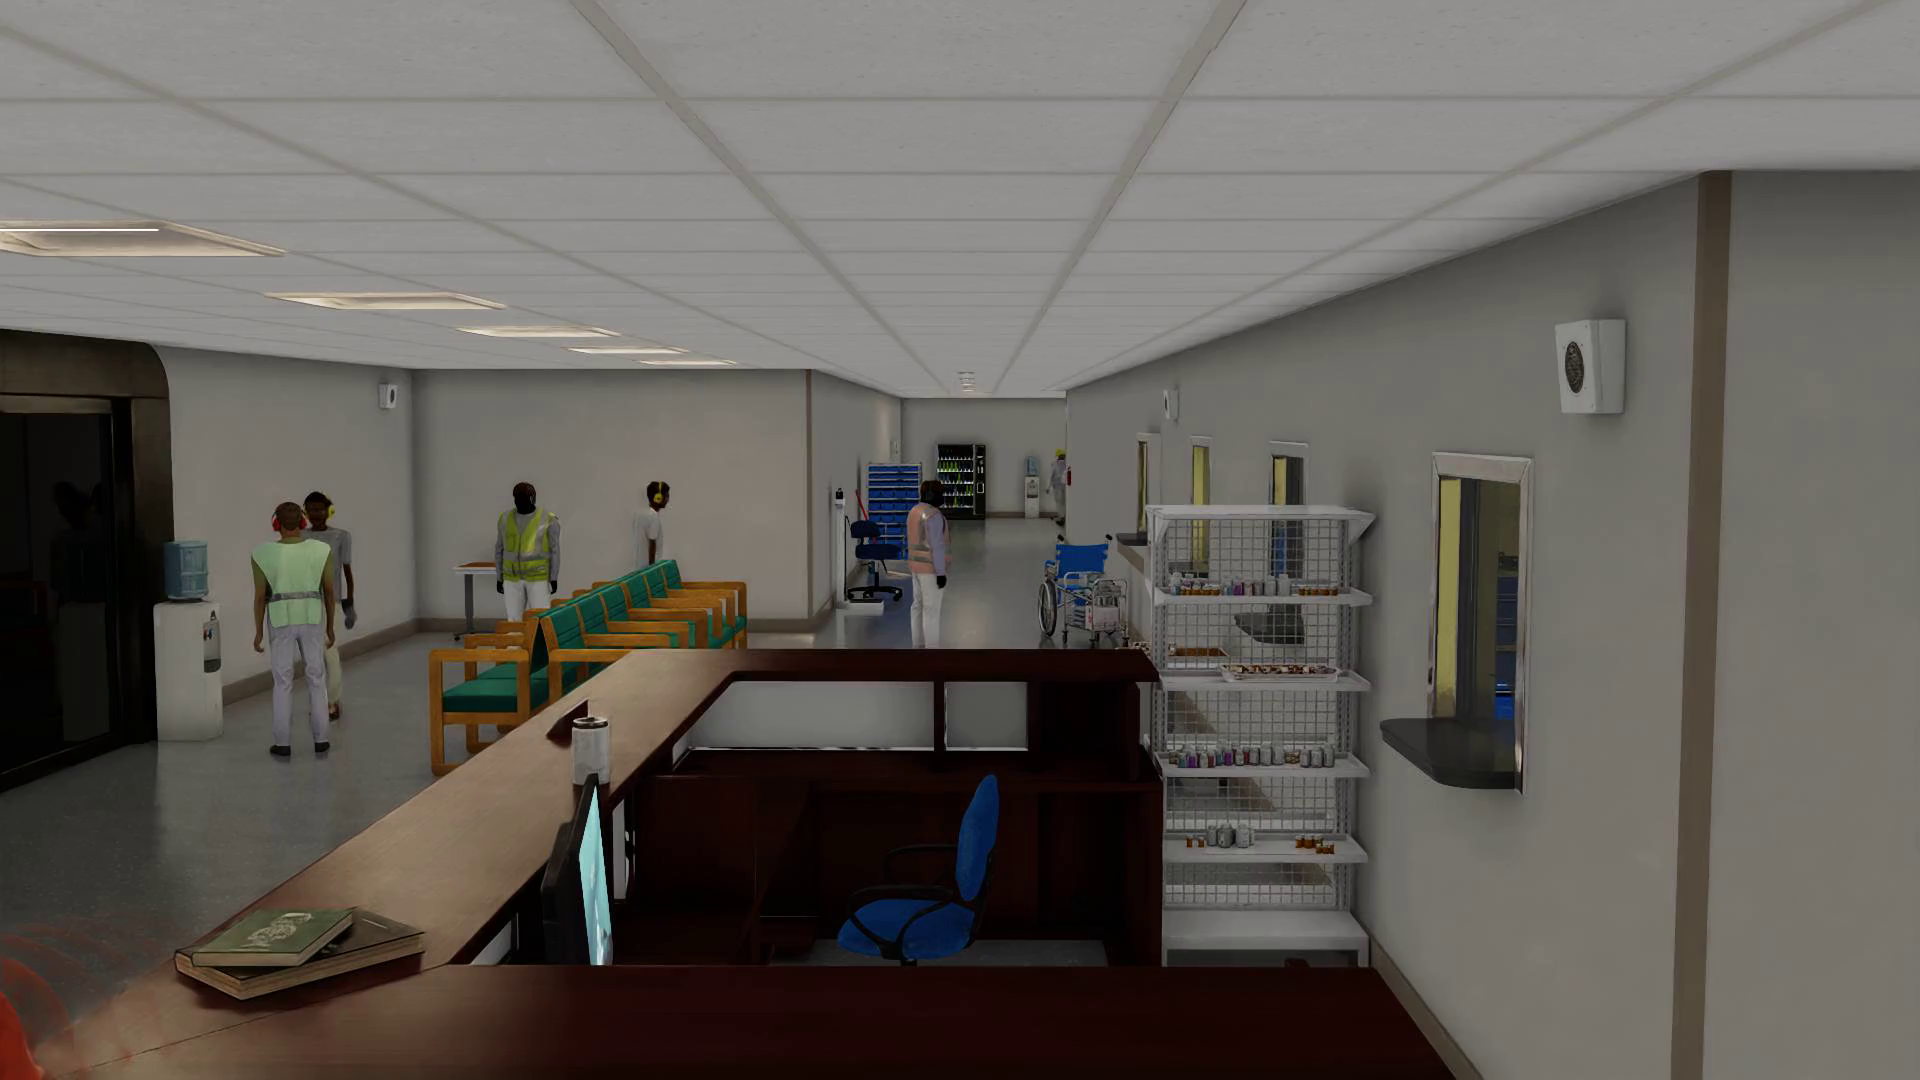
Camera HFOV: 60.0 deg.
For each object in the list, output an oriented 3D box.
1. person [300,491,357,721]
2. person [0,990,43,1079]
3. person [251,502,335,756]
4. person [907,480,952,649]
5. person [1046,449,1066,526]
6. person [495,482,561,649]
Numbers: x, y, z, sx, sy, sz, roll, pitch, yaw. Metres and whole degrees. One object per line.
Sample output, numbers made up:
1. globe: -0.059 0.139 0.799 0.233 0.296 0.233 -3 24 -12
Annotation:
1. person: -5.217 0.535 13.490 0.557 1.859 0.566 0 4 -3
2. person: -1.064 1.353 1.661 0.922 1.894 0.573 -2 4 -21
3. person: -4.820 0.644 12.051 0.564 1.838 0.388 -2 5 -30
4. person: -0.299 0.316 16.666 0.430 1.841 0.624 -2 5 -25
5. person: 2.368 -1.224 38.598 0.607 1.793 0.816 -2 4 -20
6. person: -4.161 0.364 15.961 0.634 1.841 0.429 0 4 5
